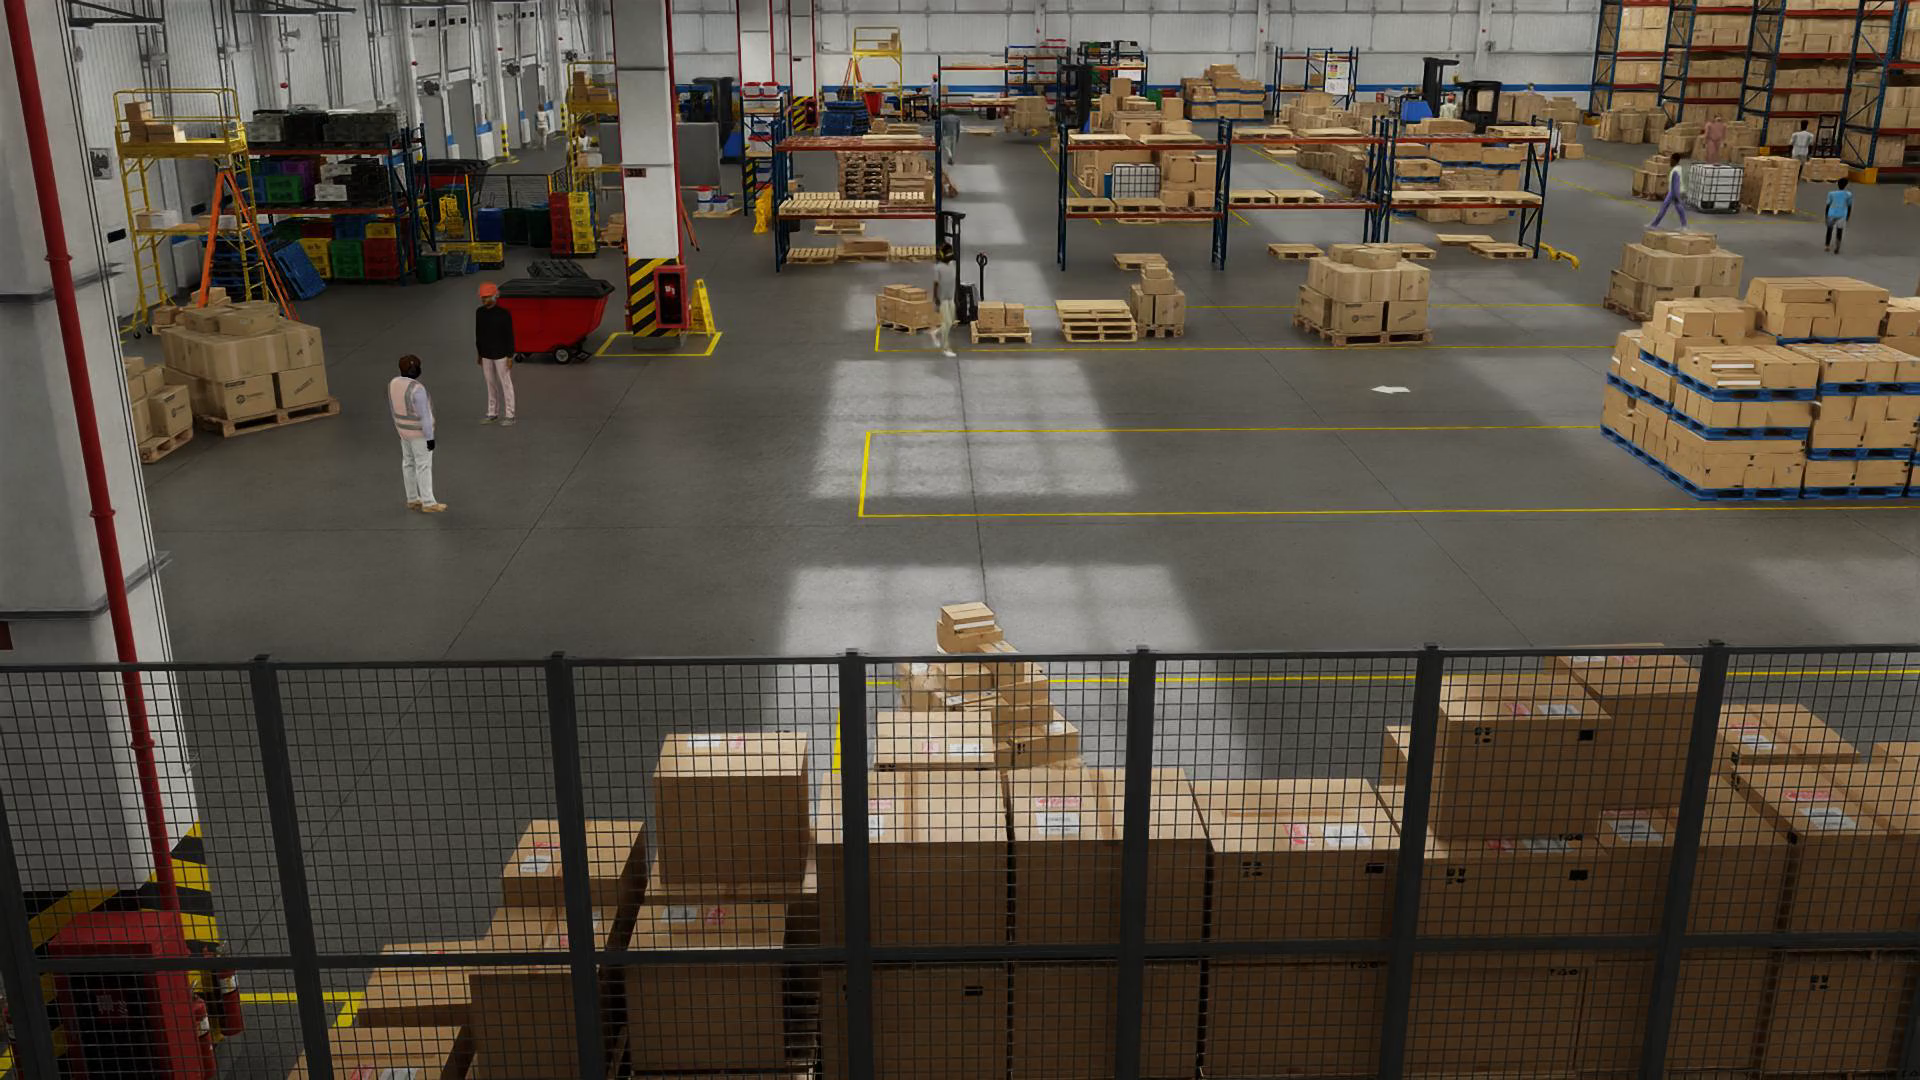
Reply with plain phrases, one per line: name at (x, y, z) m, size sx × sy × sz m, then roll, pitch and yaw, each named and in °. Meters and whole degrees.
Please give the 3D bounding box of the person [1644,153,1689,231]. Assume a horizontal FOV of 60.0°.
person at (17.425, -8.499, 40.654) m, size 1.024 × 1.868 × 0.590 m, roll 11°, pitch 22°, yaw 30°

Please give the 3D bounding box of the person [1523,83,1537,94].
person at (23.185, -17.604, 67.621) m, size 0.656 × 1.893 × 0.985 m, roll -5°, pitch 19°, yaw -14°

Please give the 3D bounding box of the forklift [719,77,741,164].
forklift at (-7.685, -13.877, 55.039) m, size 1.873 × 2.768 × 1.129 m, roll -1°, pitch 19°, yaw -1°

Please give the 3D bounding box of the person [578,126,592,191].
person at (-10.835, -10.956, 47.907) m, size 0.583 × 1.882 × 0.337 m, roll 1°, pitch 19°, yaw 4°

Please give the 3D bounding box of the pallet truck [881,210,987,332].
pallet truck at (-0.493, -4.759, 29.349) m, size 1.885 × 1.965 × 0.823 m, roll -13°, pitch 23°, yaw -34°

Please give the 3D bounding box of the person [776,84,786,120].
person at (-7.289, -17.259, 66.523) m, size 0.635 × 1.937 × 0.353 m, roll -1°, pitch 19°, yaw -1°

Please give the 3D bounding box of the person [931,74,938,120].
person at (-1.083, -19.444, 73.006) m, size 0.358 × 1.938 × 0.545 m, roll -10°, pitch 21°, yaw -26°

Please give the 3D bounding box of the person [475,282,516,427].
person at (-6.377, -2.547, 22.789) m, size 0.611 × 1.996 × 0.378 m, roll 8°, pitch 20°, yaw 23°

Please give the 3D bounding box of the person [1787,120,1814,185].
person at (24.973, -11.497, 49.470) m, size 0.619 × 1.920 × 0.994 m, roll 7°, pitch 20°, yaw 19°

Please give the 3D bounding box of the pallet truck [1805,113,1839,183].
pallet truck at (26.403, -11.957, 50.702) m, size 0.823 × 1.965 × 1.885 m, roll 6°, pitch 19°, yaw 16°

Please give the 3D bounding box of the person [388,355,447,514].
person at (-6.233, -1.220, 19.090) m, size 0.634 × 1.842 × 0.429 m, roll 14°, pitch 23°, yaw 36°

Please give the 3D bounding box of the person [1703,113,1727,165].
person at (24.134, -12.715, 53.190) m, size 0.643 × 1.877 × 0.978 m, roll -1°, pitch 19°, yaw -3°

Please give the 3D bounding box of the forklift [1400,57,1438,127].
forklift at (19.351, -18.501, 68.755) m, size 1.873 × 2.768 × 1.129 m, roll -1°, pitch 19°, yaw -1°

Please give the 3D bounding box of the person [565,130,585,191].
person at (-10.885, -10.666, 47.107) m, size 0.508 × 1.844 × 0.336 m, roll -4°, pitch 19°, yaw -12°

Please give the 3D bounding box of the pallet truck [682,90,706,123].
pallet truck at (-9.671, -15.907, 62.421) m, size 0.823 × 1.965 × 1.885 m, roll 5°, pitch 19°, yaw 15°

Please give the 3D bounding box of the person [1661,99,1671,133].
person at (27.879, -16.811, 65.661) m, size 0.515 × 1.636 × 0.314 m, roll 10°, pitch 21°, yaw 27°

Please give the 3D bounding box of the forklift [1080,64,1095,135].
forklift at (4.802, -16.587, 63.077) m, size 1.873 × 2.768 × 1.129 m, roll -1°, pitch 19°, yaw -2°

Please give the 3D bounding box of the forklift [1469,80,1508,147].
forklift at (16.667, -13.224, 53.100) m, size 1.129 × 2.768 × 1.873 m, roll 17°, pitch 25°, yaw 41°

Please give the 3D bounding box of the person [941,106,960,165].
person at (-0.314, -13.351, 54.950) m, size 0.647 × 1.927 × 0.565 m, roll -5°, pitch 19°, yaw -15°

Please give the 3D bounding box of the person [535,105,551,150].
person at (-15.051, -14.898, 60.044) m, size 0.532 × 1.587 × 0.873 m, roll -2°, pitch 19°, yaw -6°

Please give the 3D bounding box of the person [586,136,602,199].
person at (-10.244, -10.469, 46.733) m, size 0.494 × 1.709 × 0.844 m, roll 3°, pitch 19°, yaw 9°

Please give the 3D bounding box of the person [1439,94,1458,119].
person at (17.567, -15.032, 59.866) m, size 0.614 × 1.964 × 0.750 m, roll 6°, pitch 19°, yaw 17°

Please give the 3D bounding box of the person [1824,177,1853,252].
person at (19.733, -7.295, 37.379) m, size 0.540 × 1.678 × 0.702 m, roll 8°, pitch 20°, yaw 22°

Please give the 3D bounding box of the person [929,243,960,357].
person at (-0.254, -3.930, 27.118) m, size 0.581 × 1.850 × 0.533 m, roll 16°, pitch 24°, yaw 40°
